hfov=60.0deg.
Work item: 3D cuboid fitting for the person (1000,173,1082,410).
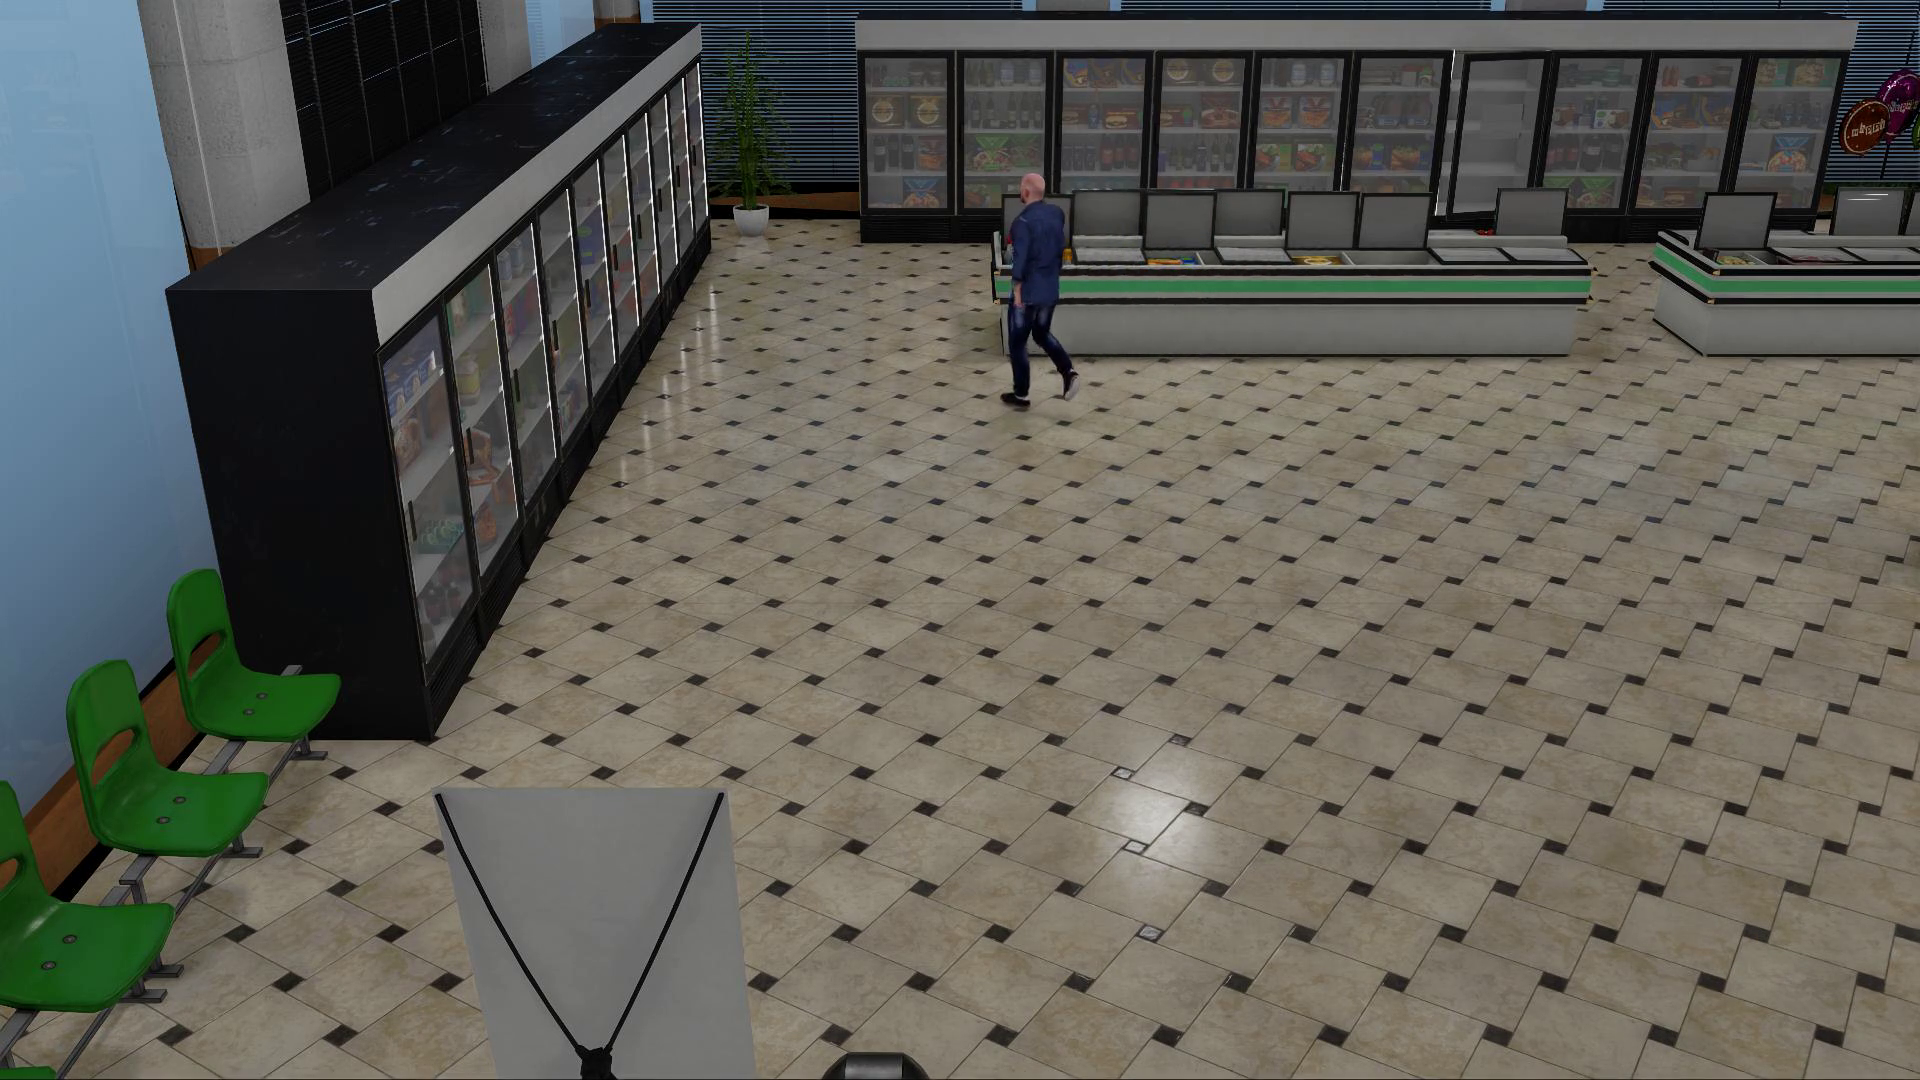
[{"bbox_3d":[0.616,-1.838,12.505,1.087,1.812,1.024,21,31,39],"label":"person"}]
